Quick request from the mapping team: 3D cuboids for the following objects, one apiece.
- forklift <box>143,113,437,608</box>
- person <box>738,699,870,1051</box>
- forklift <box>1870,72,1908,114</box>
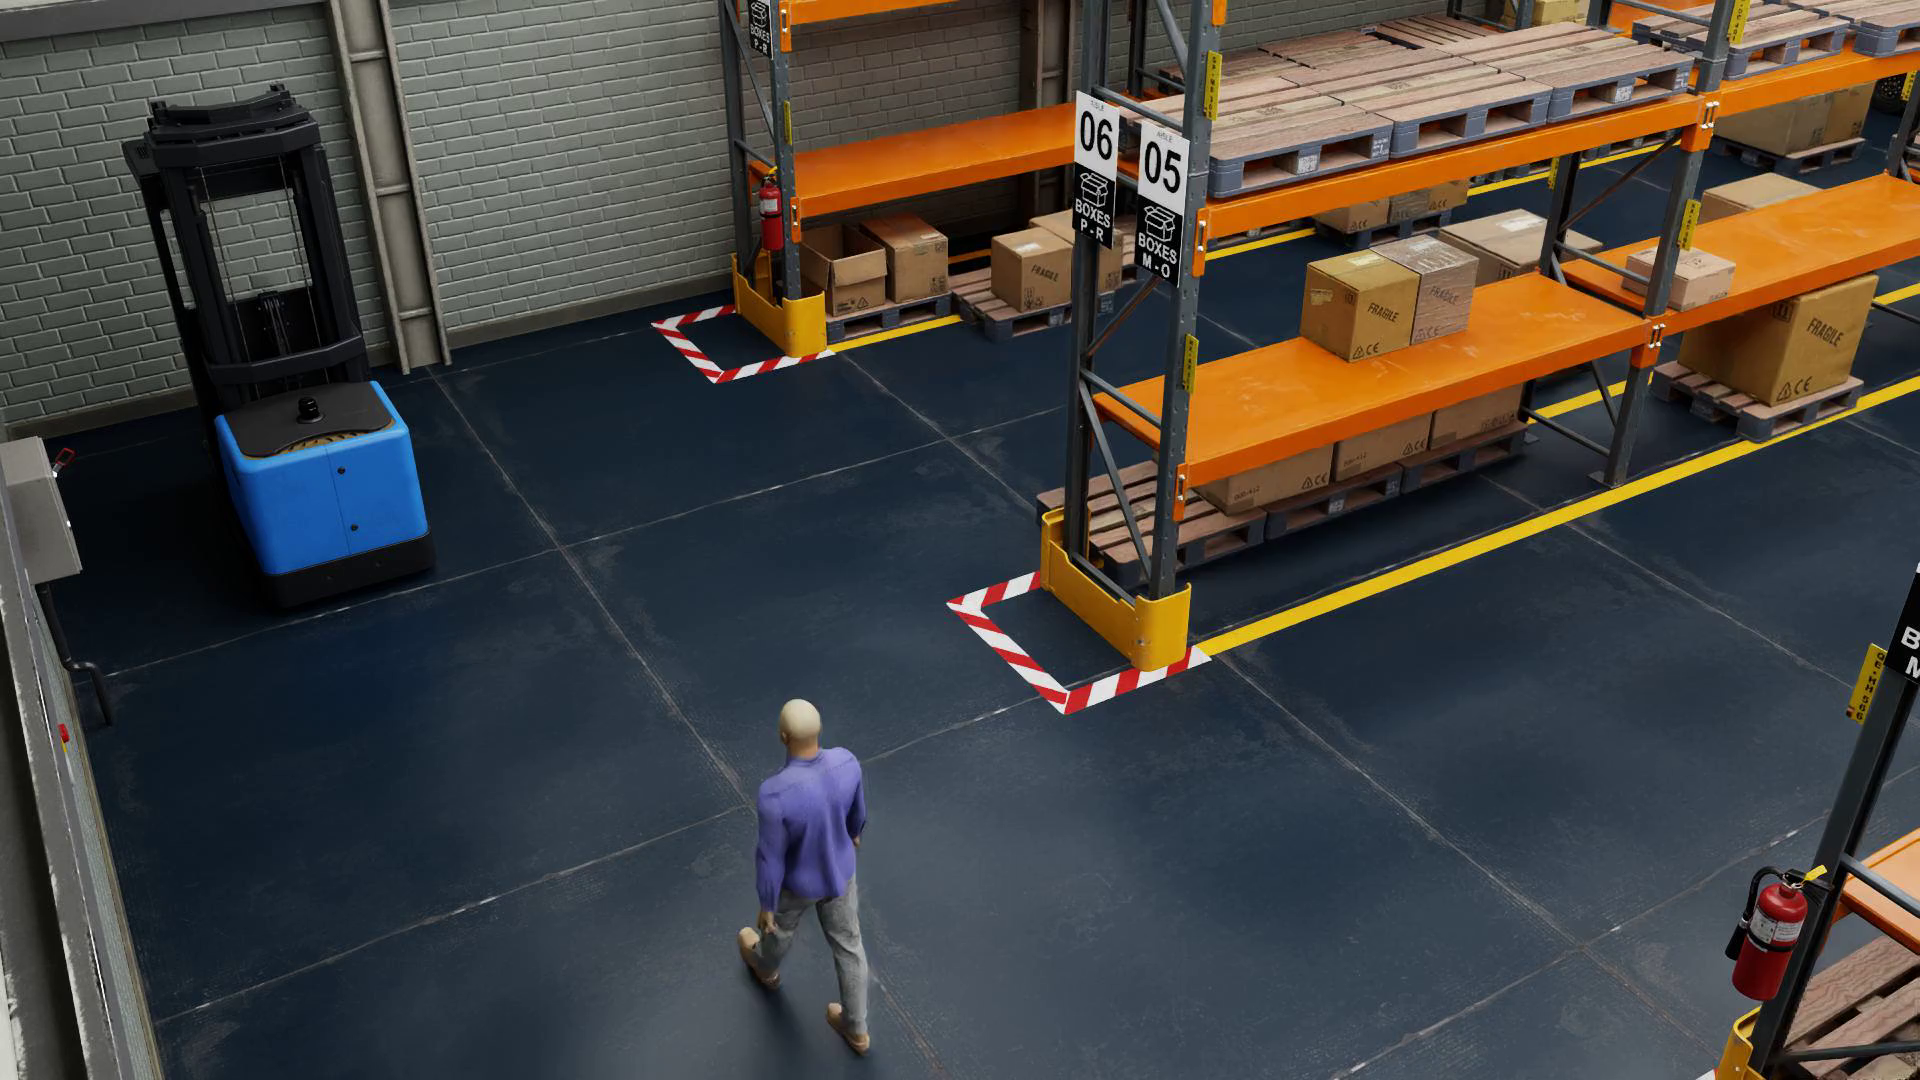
[{"bbox_3d":[-4.289,-1.259,10.509,1.129,2.768,1.873,-17,36,-26],"label":"forklift"},{"bbox_3d":[-0.697,1.393,7.277,0.634,1.753,0.912,-21,37,-30],"label":"person"},{"bbox_3d":[11.468,-5.645,18.244,1.214,2.155,2.313,-17,36,-26],"label":"forklift"}]
